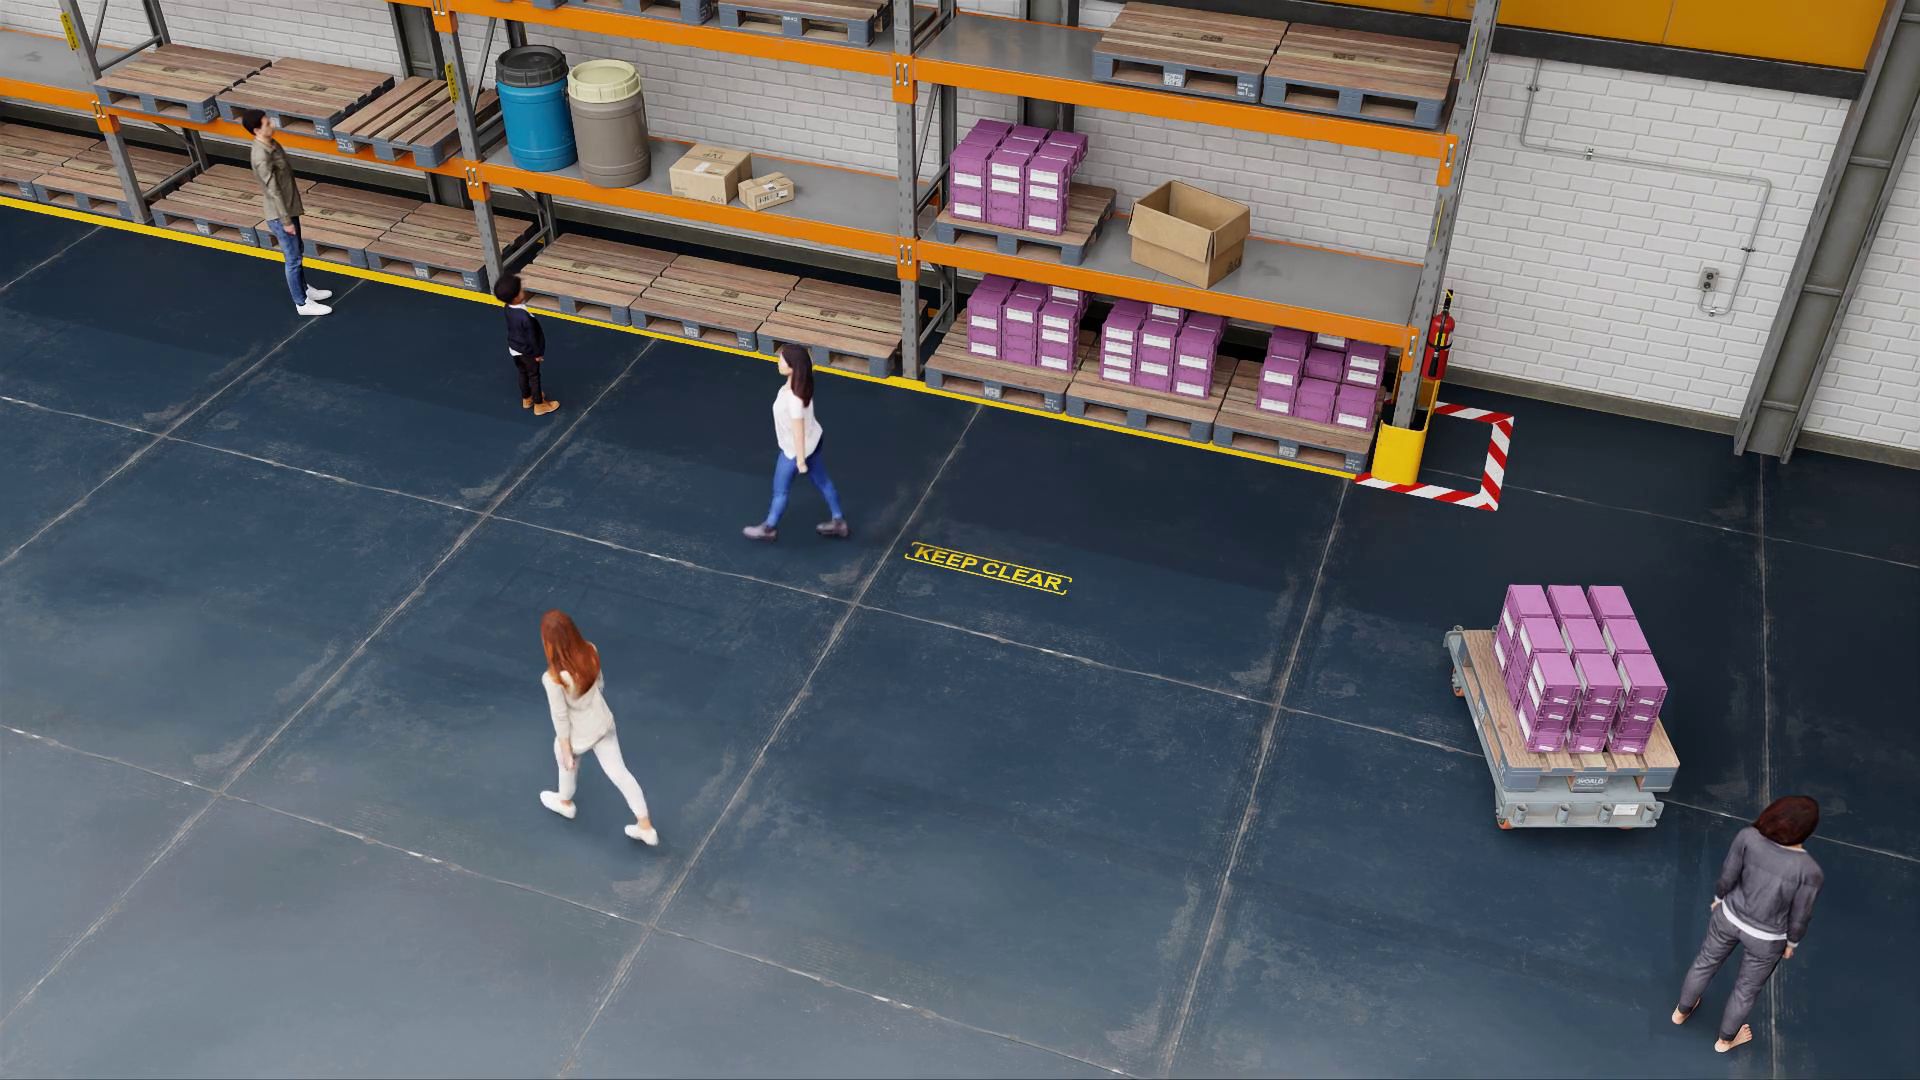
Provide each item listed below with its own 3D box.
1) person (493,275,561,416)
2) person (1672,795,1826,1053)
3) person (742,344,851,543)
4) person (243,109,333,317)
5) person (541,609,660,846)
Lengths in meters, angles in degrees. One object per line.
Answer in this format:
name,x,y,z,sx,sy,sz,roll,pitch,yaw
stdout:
person,-3.467,-1.560,13.222,0.561,1.225,0.645,32,48,33
person,4.010,1.934,8.411,0.749,1.768,0.625,-29,47,-32
person,-1.042,-0.644,11.734,1.034,1.650,0.709,6,39,7
person,-5.825,-2.818,14.285,0.806,1.865,0.793,-9,40,-12
person,-2.071,1.121,9.507,1.161,1.672,0.802,23,44,26
